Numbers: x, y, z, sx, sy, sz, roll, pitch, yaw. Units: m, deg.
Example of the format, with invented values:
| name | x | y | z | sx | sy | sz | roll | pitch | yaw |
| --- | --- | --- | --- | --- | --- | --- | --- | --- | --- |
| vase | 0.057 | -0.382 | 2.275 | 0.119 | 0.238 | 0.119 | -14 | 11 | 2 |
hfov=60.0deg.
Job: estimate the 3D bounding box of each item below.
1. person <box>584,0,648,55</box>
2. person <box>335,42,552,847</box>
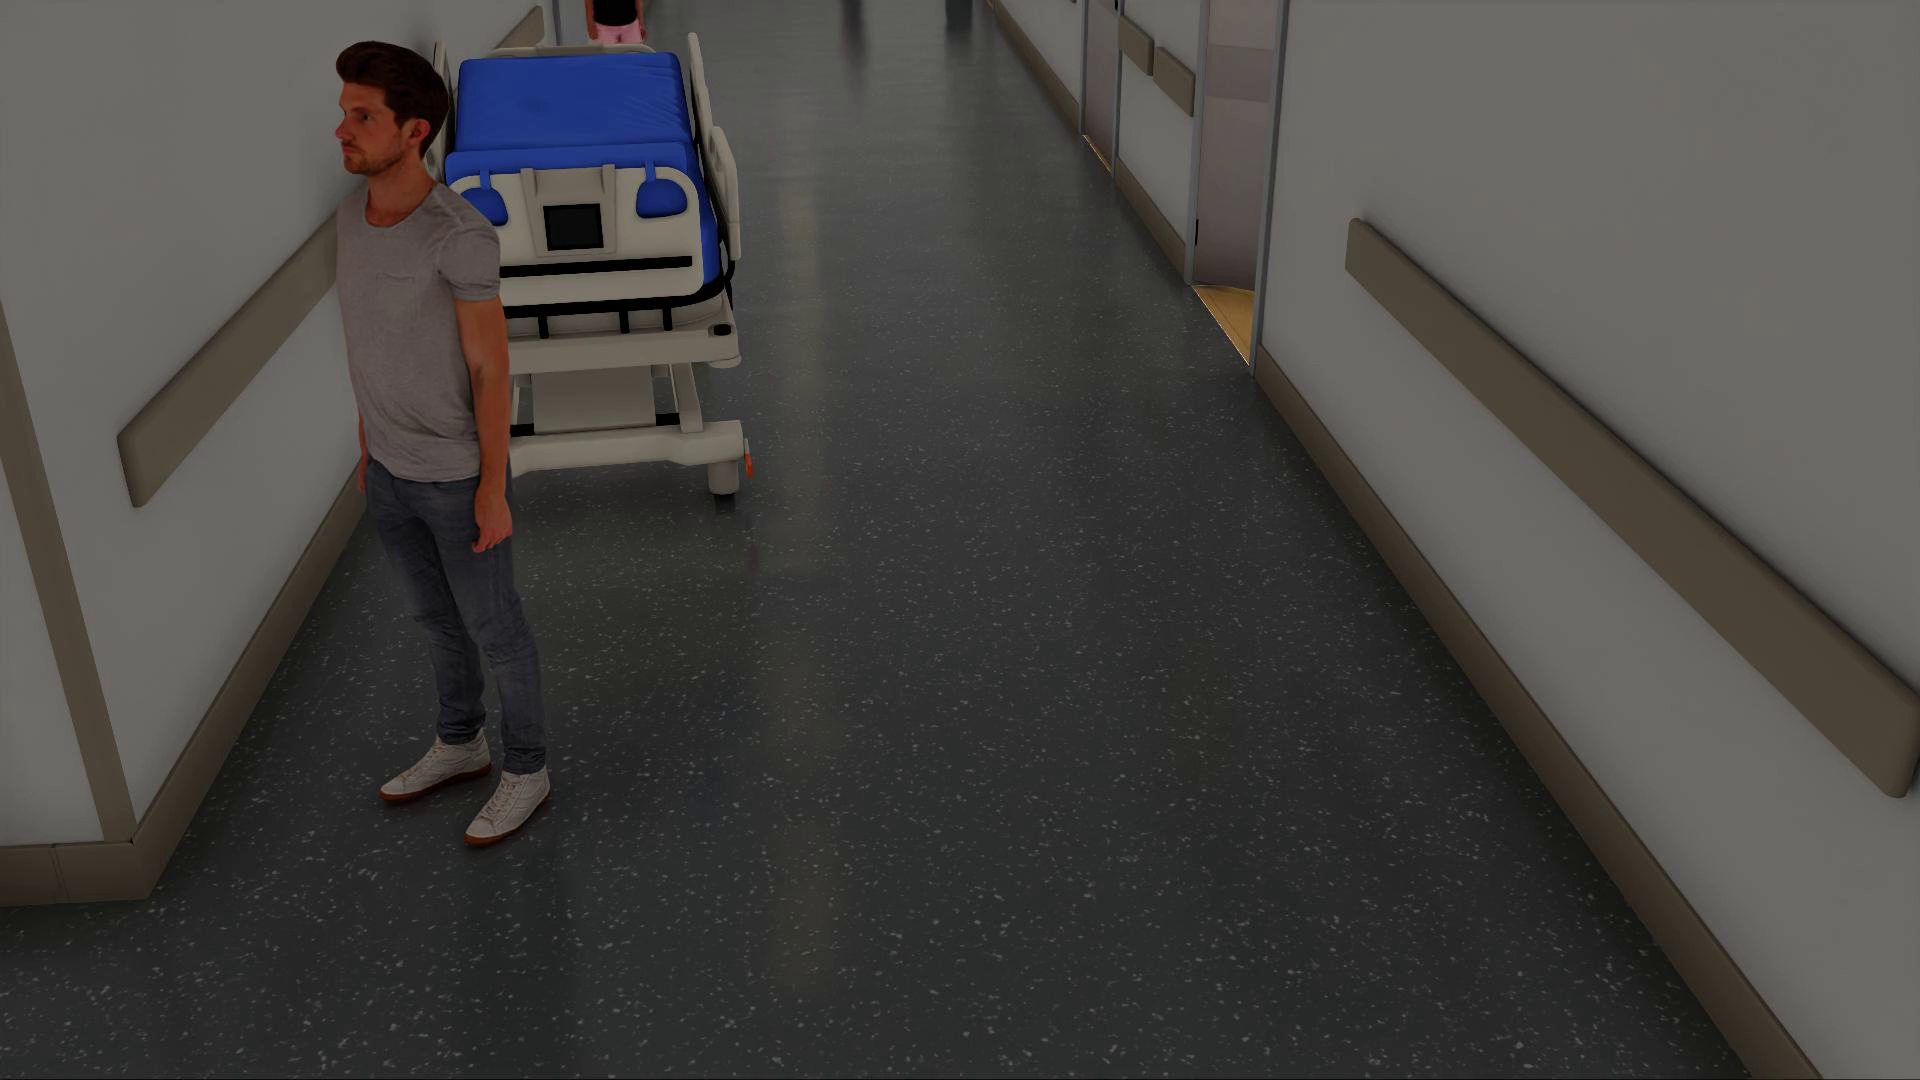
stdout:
| name | x | y | z | sx | sy | sz | roll | pitch | yaw |
| --- | --- | --- | --- | --- | --- | --- | --- | --- | --- |
| person | -2.246 | -3.301 | 10.729 | 0.910 | 1.544 | 0.844 | -16 | 30 | -30 |
| person | -1.214 | -0.193 | 3.875 | 0.722 | 1.900 | 0.801 | 17 | 31 | 32 |
